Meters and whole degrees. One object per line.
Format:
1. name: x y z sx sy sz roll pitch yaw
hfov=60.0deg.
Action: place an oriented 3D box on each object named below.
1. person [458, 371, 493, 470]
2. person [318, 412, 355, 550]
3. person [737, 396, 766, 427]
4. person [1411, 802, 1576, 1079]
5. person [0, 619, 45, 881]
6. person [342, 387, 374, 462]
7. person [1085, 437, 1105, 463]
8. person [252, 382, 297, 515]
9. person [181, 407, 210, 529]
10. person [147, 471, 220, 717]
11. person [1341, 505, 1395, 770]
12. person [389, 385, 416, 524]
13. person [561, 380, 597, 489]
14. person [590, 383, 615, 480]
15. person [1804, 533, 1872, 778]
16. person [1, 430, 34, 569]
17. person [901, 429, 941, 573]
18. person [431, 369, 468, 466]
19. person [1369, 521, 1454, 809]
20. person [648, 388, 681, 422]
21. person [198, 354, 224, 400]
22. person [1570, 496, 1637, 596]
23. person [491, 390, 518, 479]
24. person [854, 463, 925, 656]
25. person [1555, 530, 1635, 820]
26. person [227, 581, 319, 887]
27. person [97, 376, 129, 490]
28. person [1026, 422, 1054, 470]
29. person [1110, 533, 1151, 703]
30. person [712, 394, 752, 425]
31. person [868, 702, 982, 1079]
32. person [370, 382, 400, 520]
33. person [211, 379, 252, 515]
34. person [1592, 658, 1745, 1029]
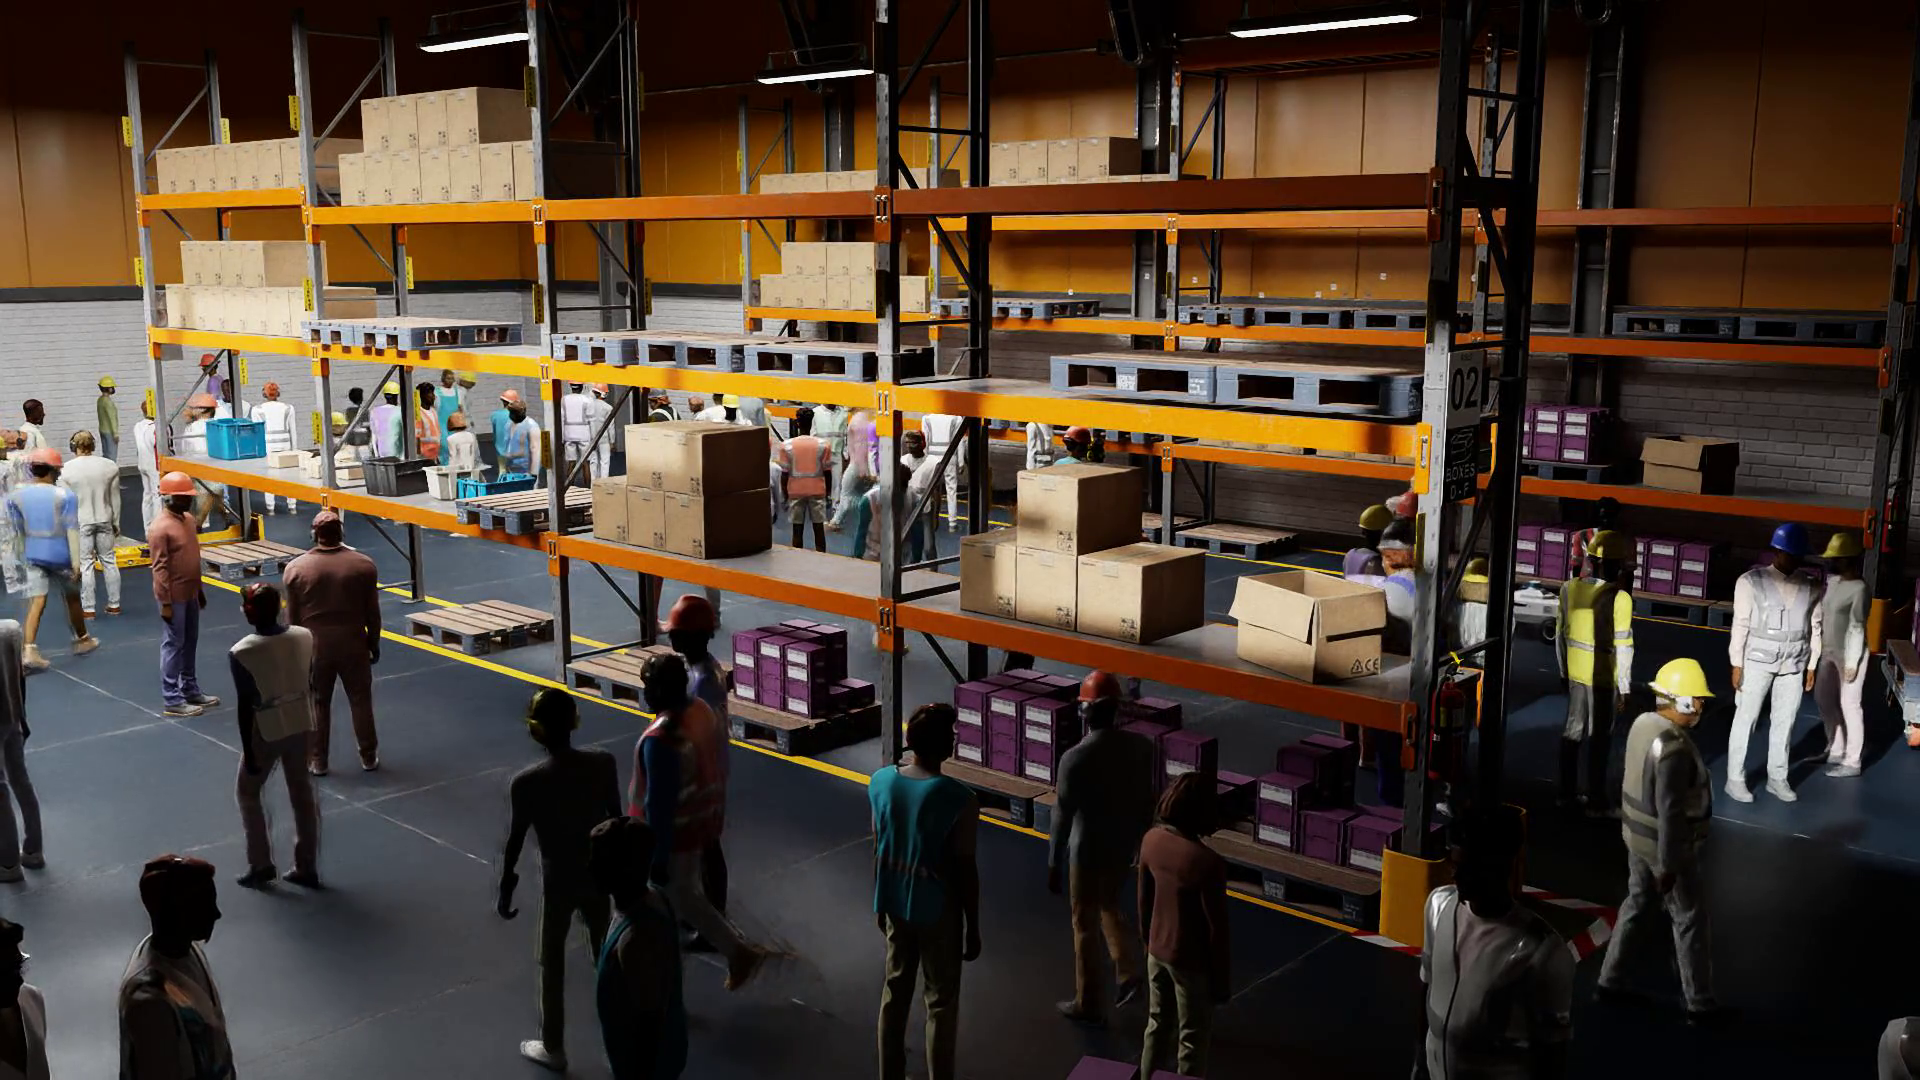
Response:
1. person: -8.329 -1.993 27.992 0.791 1.674 0.512 -3 11 -17
2. person: -7.744 -0.720 20.647 0.488 1.733 0.341 8 13 37
3. person: -3.125 -1.420 24.101 0.652 1.906 0.402 0 10 -1
4. person: 1.752 1.823 5.594 0.367 1.964 0.609 -6 11 -29
5. person: -5.755 1.114 9.901 0.330 1.864 0.512 1 10 8
6. person: -9.043 -1.449 24.881 0.538 1.681 0.547 6 12 31
7. person: 1.308 -0.109 16.790 0.319 1.870 0.521 1 10 5
8. person: -9.648 -1.285 23.440 0.573 1.877 0.344 -5 11 -28
9. person: -10.245 -0.969 22.291 0.306 1.645 0.522 -5 11 -24
10. person: -6.278 0.431 13.422 0.408 1.987 0.614 0 10 0
11. person: 2.977 0.700 12.056 0.363 1.928 0.587 -3 11 -18
12. person: -7.579 -1.183 22.796 0.470 1.908 0.744 3 11 18
13. person: -5.622 -1.508 24.510 0.550 1.935 0.376 1 10 4
14. person: -5.441 -1.537 25.232 0.557 1.744 0.345 5 11 28
15. person: 6.282 0.819 11.871 0.359 1.755 0.525 0 10 -2
16. person: -11.045 -0.476 19.540 0.520 1.630 0.321 5 11 28
17. person: -0.429 -0.287 17.906 0.560 1.837 0.389 7 12 33
18. person: -8.184 -1.831 26.640 0.509 1.822 0.453 -9 13 -42
19. person: 2.789 0.874 10.750 0.781 2.000 0.537 -7 12 -36
20. person: -3.900 -1.033 21.530 0.535 2.000 0.681 4 11 20
21. person: -12.185 -2.027 27.198 0.411 2.033 0.602 -3 10 -15
22. person: 5.432 0.462 14.082 0.530 1.689 0.321 5 11 27
23. person: -6.433 -1.282 23.798 0.575 1.738 0.351 6 12 31
24. person: -0.632 0.178 15.391 0.655 1.792 0.887 -5 11 -27
25. person: 4.208 0.886 11.002 0.367 1.926 0.594 -5 11 -26
26. person: -4.061 1.141 9.817 0.609 1.826 0.569 6 12 32
27. person: -13.203 -1.660 25.851 0.533 1.768 0.310 10 14 43
28. person: 1.035 -0.892 21.181 0.360 1.882 0.575 6 12 30
29. person: 1.325 0.473 13.791 0.530 1.767 0.328 6 12 31
30. person: -2.931 -0.948 21.407 0.587 1.920 0.387 -4 11 -20
31. person: -0.163 1.611 7.172 0.561 1.836 0.393 7 12 35
32. person: -7.814 -1.219 22.928 0.586 1.920 0.396 2 10 13
33. person: -10.302 -1.325 23.529 0.590 1.920 0.392 -5 11 -28
34. person: 3.460 1.459 8.116 0.650 1.807 0.614 0 10 2
